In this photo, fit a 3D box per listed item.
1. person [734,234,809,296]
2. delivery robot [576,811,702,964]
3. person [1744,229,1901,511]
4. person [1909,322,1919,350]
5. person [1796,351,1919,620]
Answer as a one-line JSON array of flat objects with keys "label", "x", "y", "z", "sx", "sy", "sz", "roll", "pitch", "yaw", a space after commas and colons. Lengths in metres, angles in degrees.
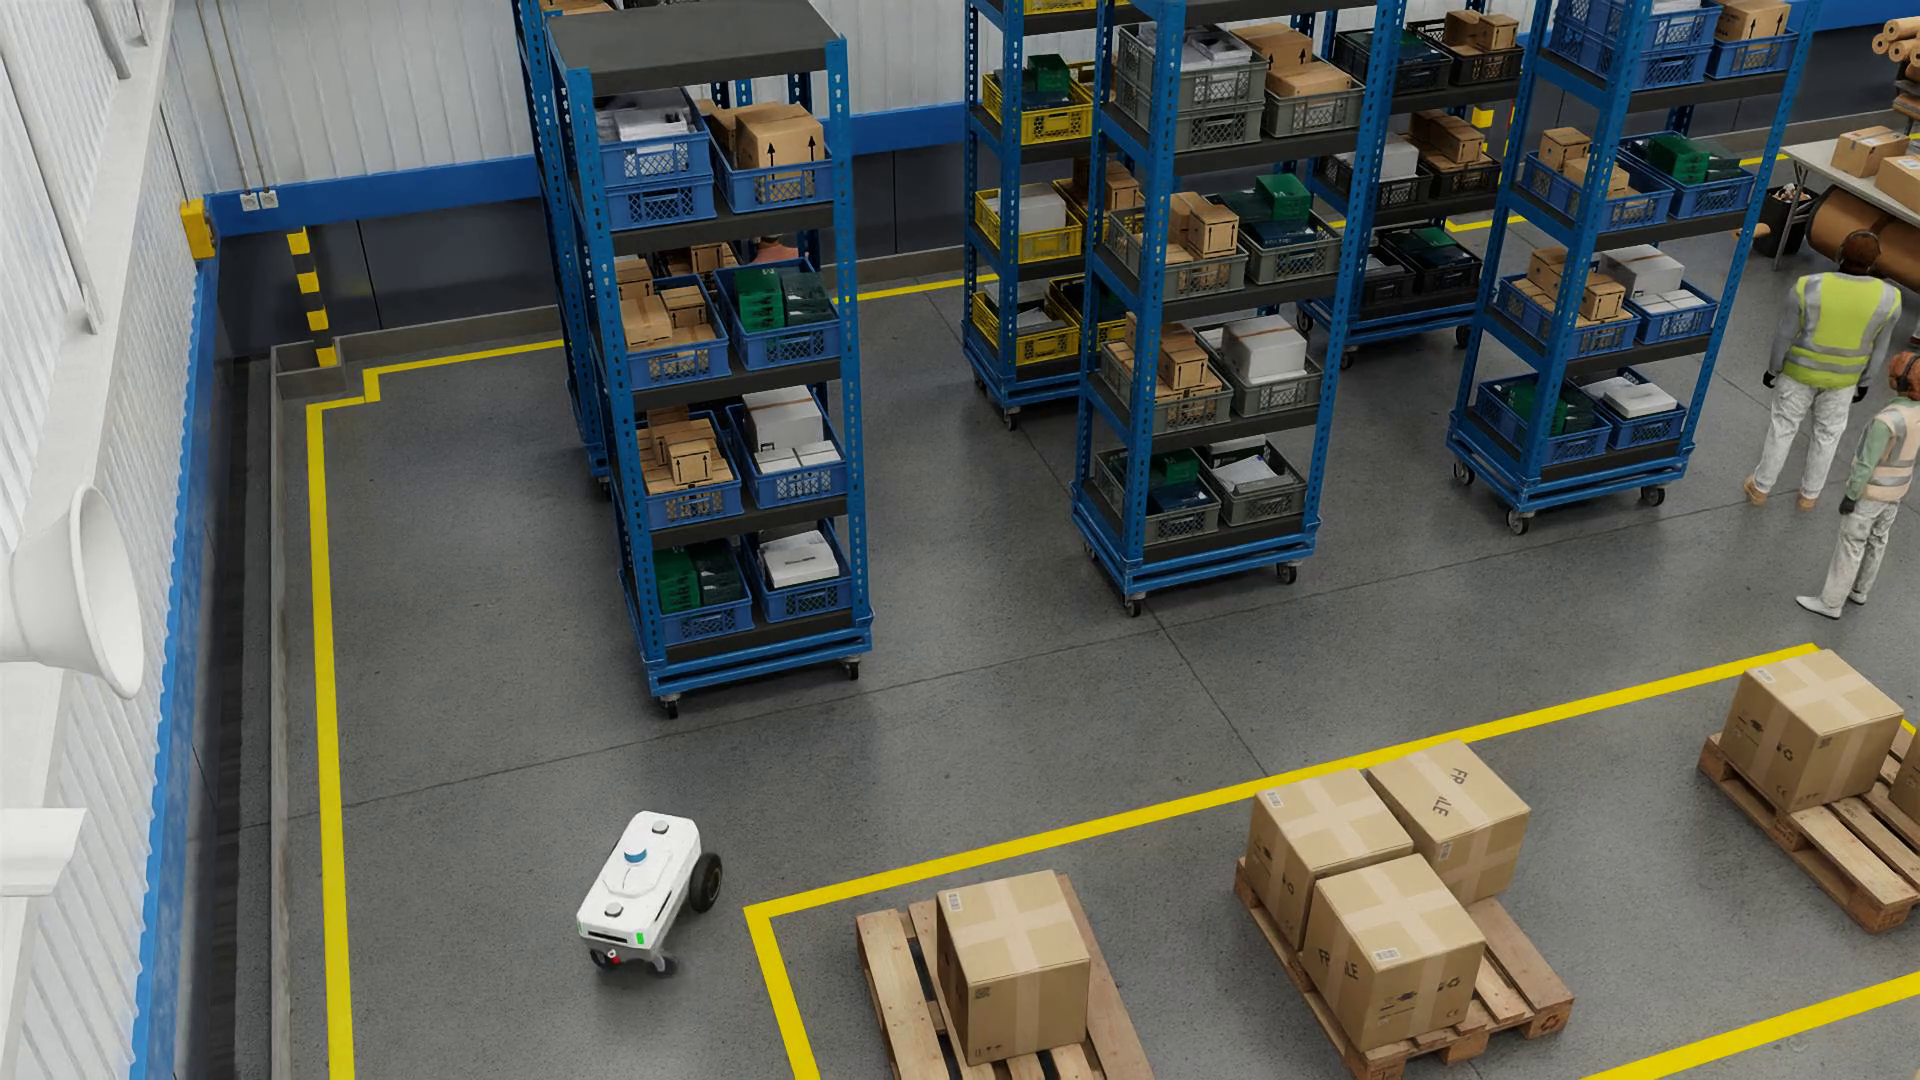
[{"label": "person", "x": -1.138, "y": -1.173, "z": 10.227, "sx": 0.411, "sy": 1.981, "sz": 0.625, "roll": 29, "pitch": 45, "yaw": 35}, {"label": "delivery robot", "x": -1.443, "y": 1.554, "z": 7.505, "sx": 0.477, "sy": 0.478, "sz": 0.707, "roll": 9, "pitch": 36, "yaw": 12}, {"label": "person", "x": 5.230, "y": -1.022, "z": 10.128, "sx": 0.623, "sy": 1.844, "sz": 0.430, "roll": 11, "pitch": 37, "yaw": 15}, {"label": "person", "x": 7.126, "y": -2.118, "z": 11.608, "sx": 0.369, "sy": 1.931, "sz": 0.629, "roll": 5, "pitch": 35, "yaw": 7}, {"label": "person", "x": 5.106, "y": -0.294, "z": 9.277, "sx": 0.520, "sy": 1.632, "sz": 0.315, "roll": -22, "pitch": 41, "yaw": -28}]
